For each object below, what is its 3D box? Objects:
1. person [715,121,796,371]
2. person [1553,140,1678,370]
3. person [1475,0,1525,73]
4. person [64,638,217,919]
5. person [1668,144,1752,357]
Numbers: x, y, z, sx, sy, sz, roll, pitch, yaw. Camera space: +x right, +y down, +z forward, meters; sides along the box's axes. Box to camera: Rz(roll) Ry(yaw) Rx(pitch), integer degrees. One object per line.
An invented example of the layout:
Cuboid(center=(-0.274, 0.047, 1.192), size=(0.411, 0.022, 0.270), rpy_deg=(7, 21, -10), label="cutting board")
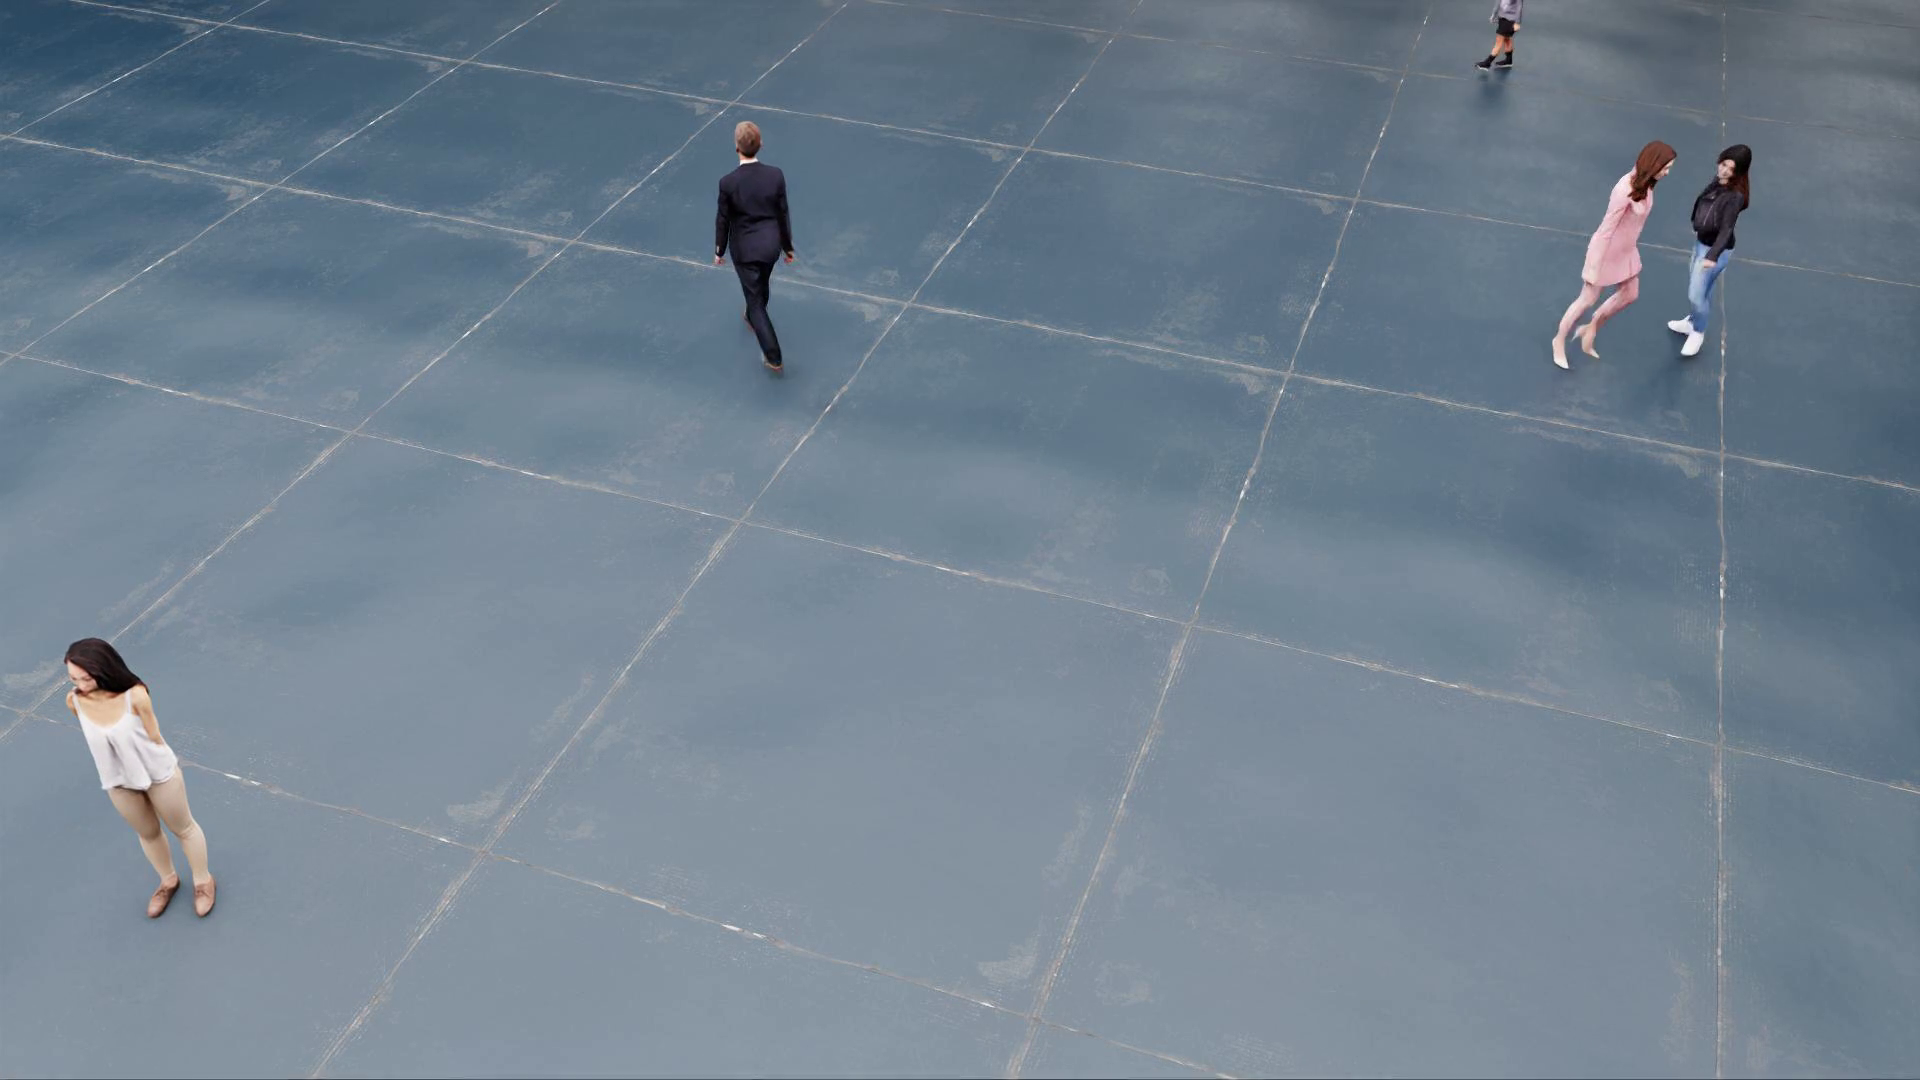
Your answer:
Cuboid(center=(-1.446, -2.055, 11.849), size=(1.190, 1.771, 1.236), rpy_deg=(-16, 41, -20), label="person")
Cuboid(center=(4.588, -2.046, 11.839), size=(0.829, 1.768, 0.930), rpy_deg=(-20, 42, -24), label="person")
Cuboid(center=(5.457, -5.171, 16.384), size=(0.747, 1.089, 0.722), rpy_deg=(-10, 39, -12), label="person")
Cuboid(center=(-3.901, 1.094, 7.920), size=(0.699, 1.651, 0.639), rpy_deg=(11, 39, 14), label="person")
Cuboid(center=(5.461, -2.117, 12.051), size=(0.840, 1.619, 0.577), rpy_deg=(13, 40, 16), label="person")
